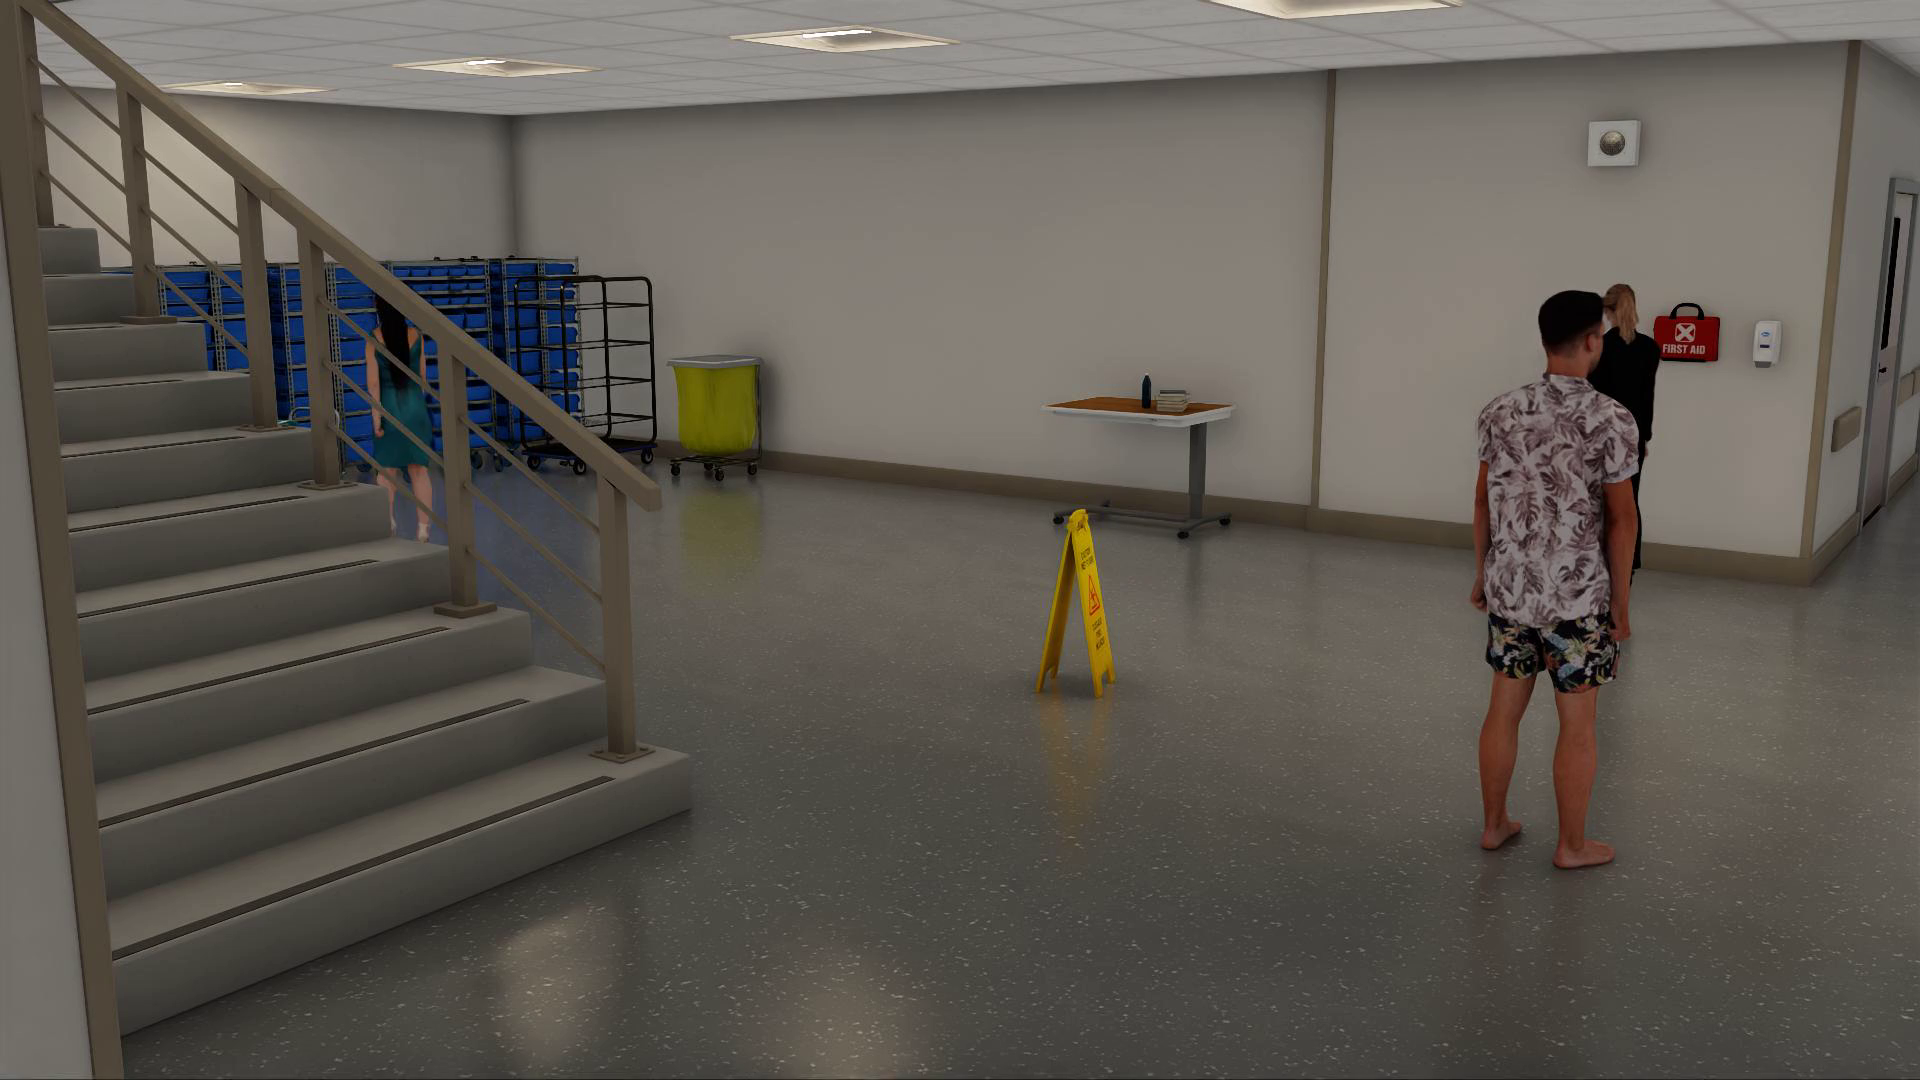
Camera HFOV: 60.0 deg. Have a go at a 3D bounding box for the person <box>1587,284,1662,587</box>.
[{"bbox_3d":[3.537,-0.521,8.977,0.679,1.704,0.737,-2,11,-10],"label":"person"}]

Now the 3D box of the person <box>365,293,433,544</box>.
[{"bbox_3d":[-3.360,-0.699,10.103,0.820,1.634,1.111,-7,13,-32],"label":"person"}]

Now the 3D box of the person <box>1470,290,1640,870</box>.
[{"bbox_3d":[1.874,0.123,5.286,0.542,1.814,0.764,10,15,43],"label":"person"}]
